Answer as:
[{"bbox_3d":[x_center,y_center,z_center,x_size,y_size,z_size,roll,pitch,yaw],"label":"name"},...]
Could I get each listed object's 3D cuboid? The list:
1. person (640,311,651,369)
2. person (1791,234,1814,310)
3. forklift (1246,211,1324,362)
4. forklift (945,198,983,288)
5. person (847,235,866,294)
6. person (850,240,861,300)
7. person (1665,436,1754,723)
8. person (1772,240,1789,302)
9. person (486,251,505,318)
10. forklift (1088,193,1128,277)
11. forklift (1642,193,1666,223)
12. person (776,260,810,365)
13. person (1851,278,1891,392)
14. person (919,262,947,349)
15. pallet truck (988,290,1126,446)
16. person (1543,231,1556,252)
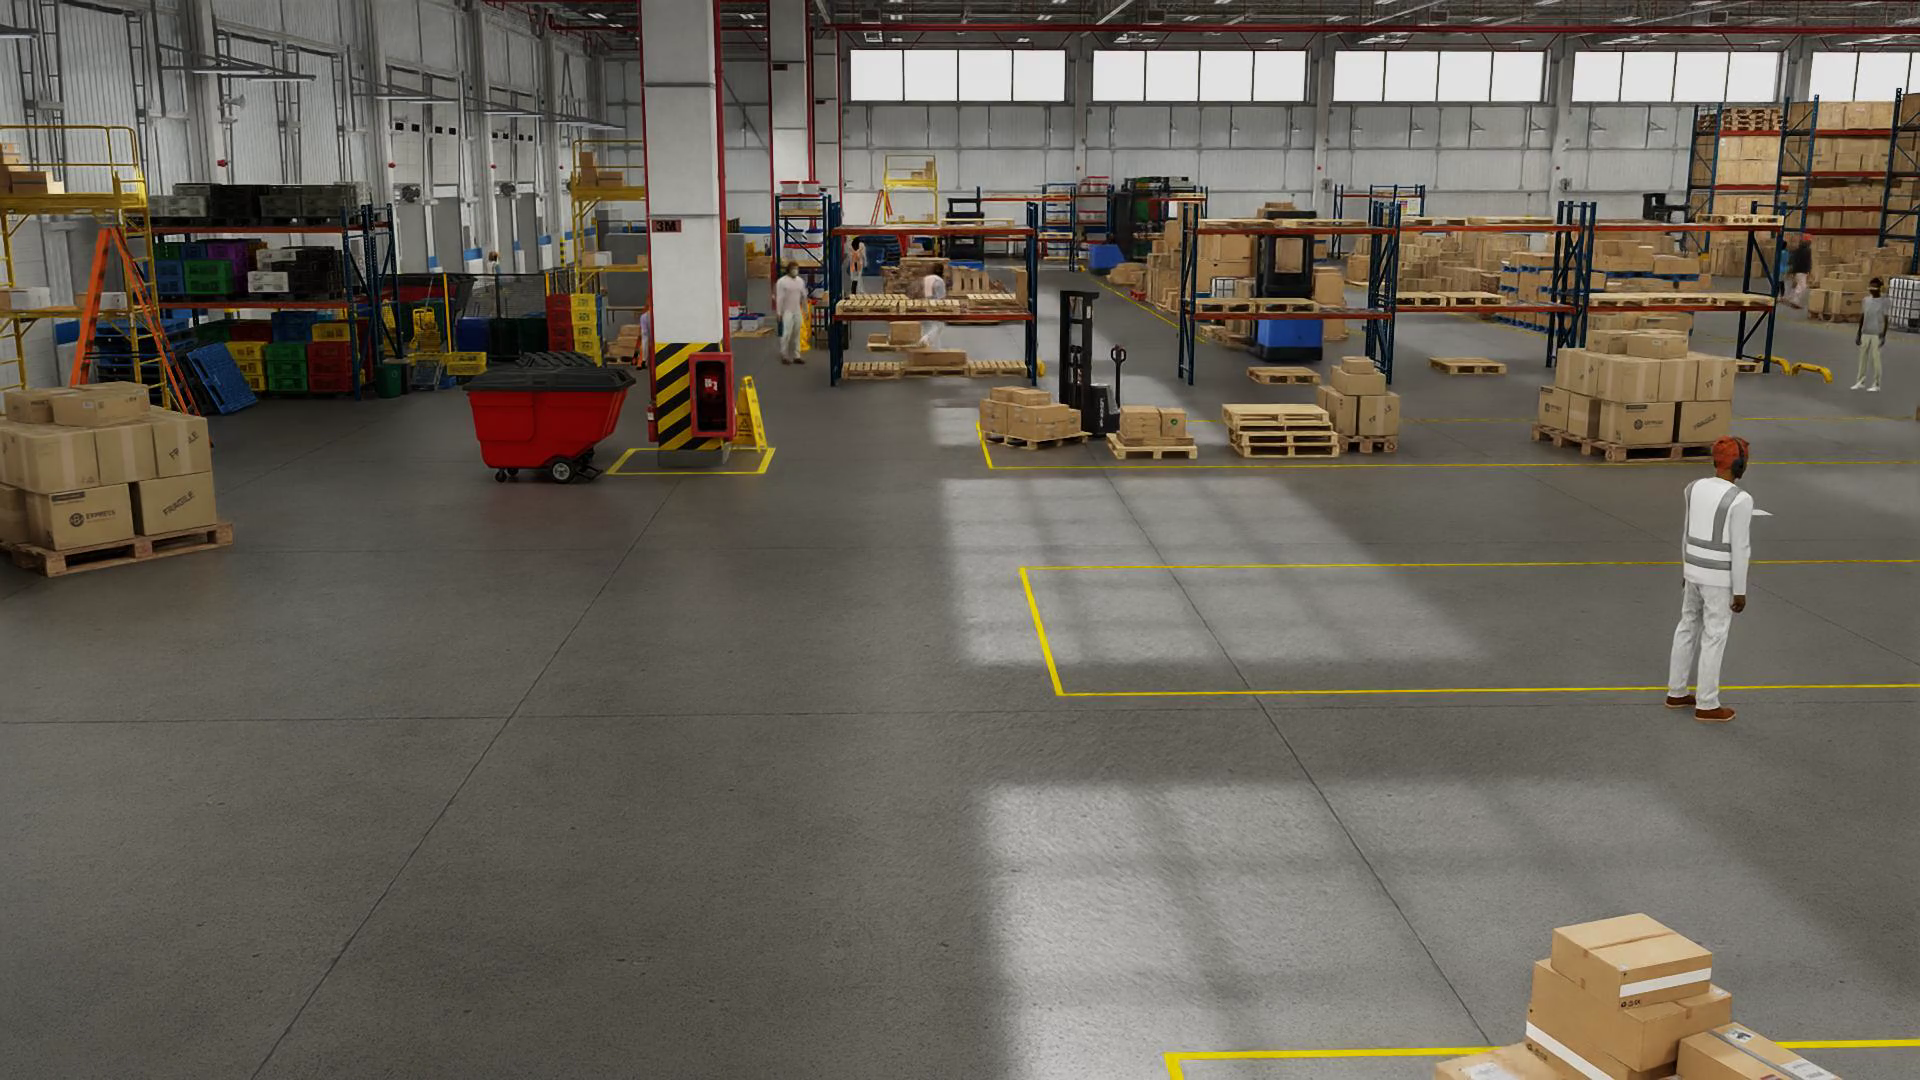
[{"bbox_3d":[-4.329,-2.667,23.952,0.589,1.919,0.392,-9,15,-34],"label":"person"},{"bbox_3d":[21.845,-6.935,43.081,0.613,1.975,0.522,-10,16,-37],"label":"person"},{"bbox_3d":[6.249,-4.870,31.710,1.129,2.768,1.873,0,12,-2],"label":"forklift"},{"bbox_3d":[0.137,-8.217,46.819,1.129,2.768,1.873,1,13,3],"label":"forklift"},{"bbox_3d":[-2.969,-7.914,47.680,0.597,1.899,0.510,6,14,25],"label":"person"},{"bbox_3d":[-2.889,-7.447,46.039,0.318,1.697,0.536,-2,13,-8],"label":"person"},{"bbox_3d":[4.923,0.252,10.883,0.354,1.876,0.574,-3,13,-15],"label":"person"},{"bbox_3d":[22.601,-7.405,45.850,0.535,1.697,0.318,-8,15,-32],"label":"person"},{"bbox_3d":[-11.447,-6.266,40.864,0.519,1.633,0.312,11,17,41],"label":"person"},{"bbox_3d":[5.431,-10.447,56.891,1.873,2.768,1.129,-2,13,-9],"label":"forklift"},{"bbox_3d":[23.749,-10.513,57.188,1.129,2.768,1.873,-10,16,-37],"label":"forklift"},{"bbox_3d":[-3.111,-4.234,31.002,0.665,1.929,0.439,-12,17,-43],"label":"person"},{"bbox_3d":[14.931,-3.359,27.223,0.324,1.860,0.512,-6,14,-27],"label":"person"},{"bbox_3d":[-0.532,-4.527,32.586,0.642,1.818,0.625,-8,15,-32],"label":"person"},{"bbox_3d":[1.257,-2.299,22.111,1.885,1.965,0.823,-9,15,-35],"label":"pallet truck"},{"bbox_3d":[18.525,-8.861,51.919,0.662,1.909,0.809,-4,13,-18],"label":"person"}]
